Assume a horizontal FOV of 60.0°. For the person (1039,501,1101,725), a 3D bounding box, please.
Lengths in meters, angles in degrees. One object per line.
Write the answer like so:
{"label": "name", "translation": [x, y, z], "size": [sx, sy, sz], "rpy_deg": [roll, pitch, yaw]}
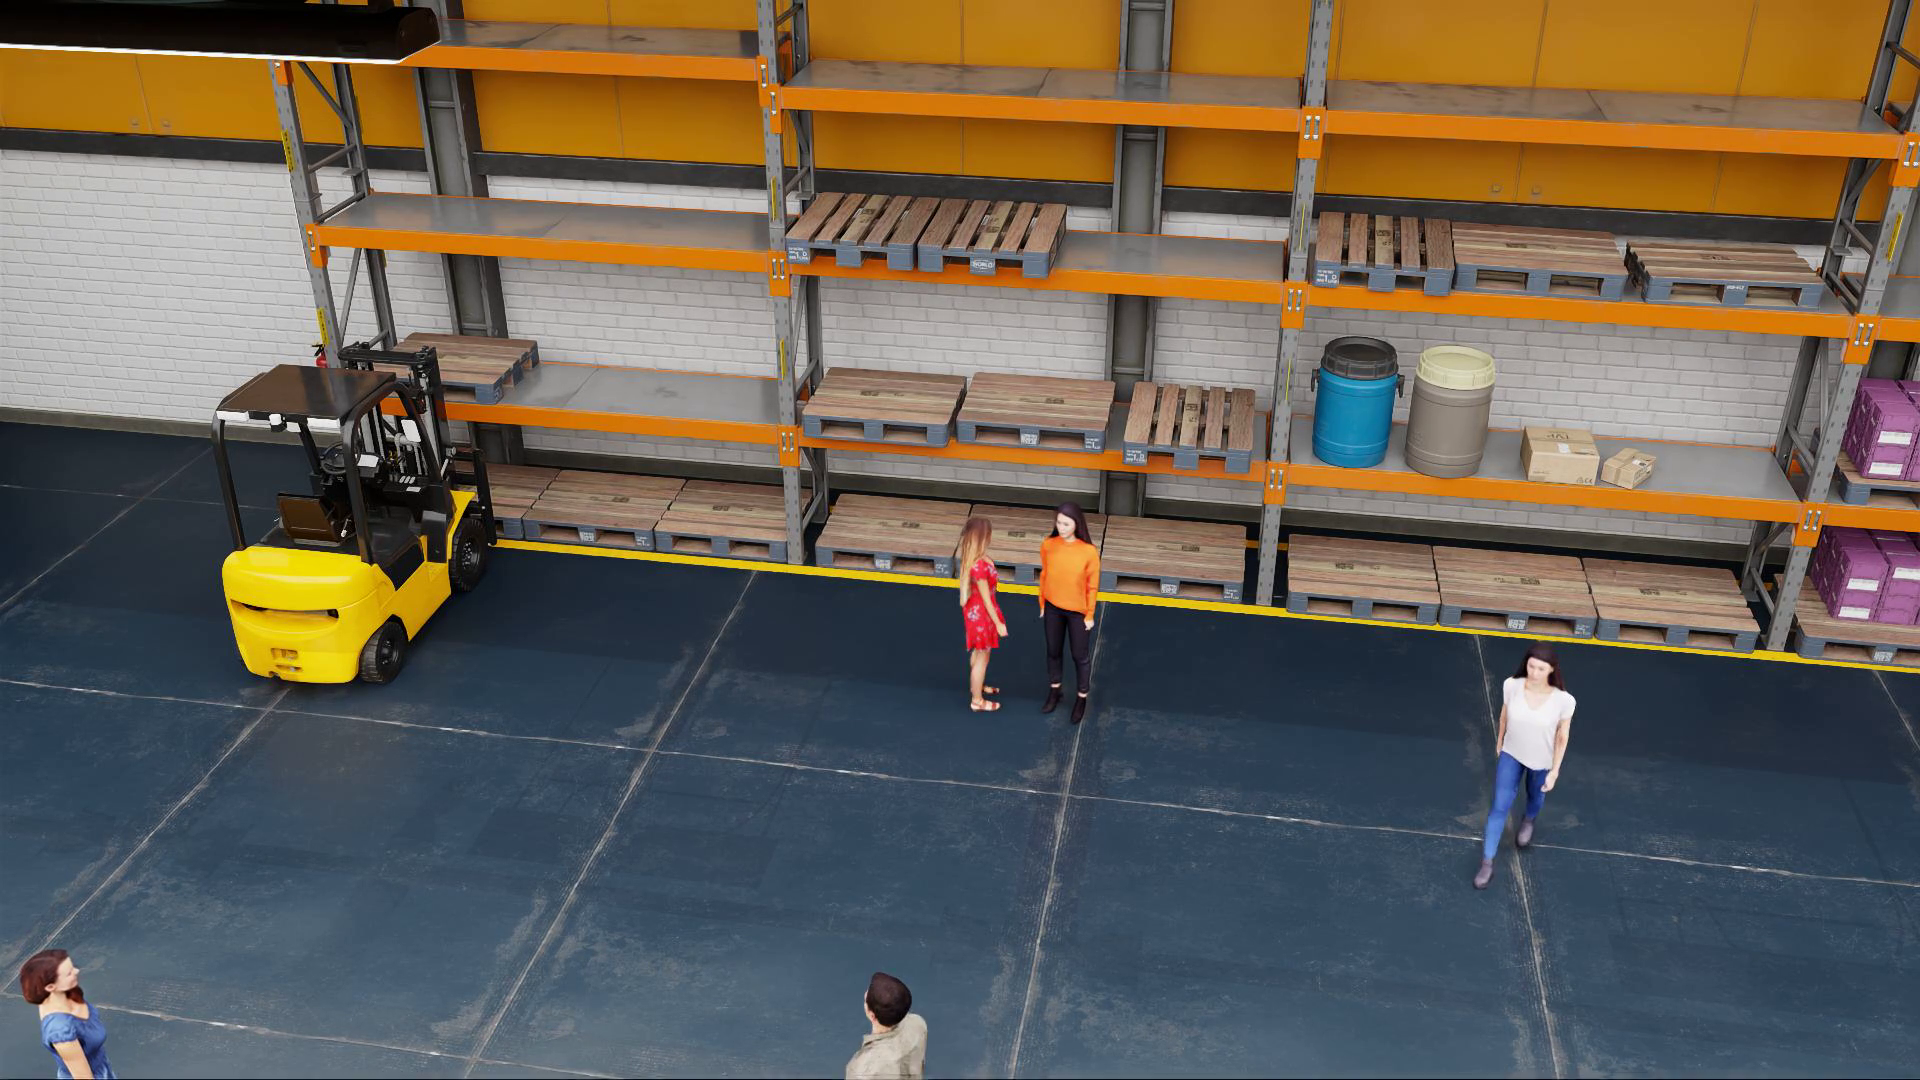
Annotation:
{"label": "person", "translation": [0.788, 0.496, 12.029], "size": [0.598, 1.748, 0.743], "rpy_deg": [15, 32, 25]}

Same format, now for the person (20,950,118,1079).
{"label": "person", "translation": [-4.151, 2.674, 7.976], "size": [0.808, 1.806, 0.735], "rpy_deg": [-20, 35, -33]}

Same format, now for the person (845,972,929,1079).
{"label": "person", "translation": [-0.278, 2.804, 7.694], "size": [0.976, 1.850, 0.899], "rpy_deg": [20, 34, 32]}

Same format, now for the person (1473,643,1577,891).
{"label": "person", "translation": [3.633, 1.369, 10.547], "size": [1.114, 1.635, 0.901], "rpy_deg": [15, 32, 25]}

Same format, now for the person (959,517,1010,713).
{"label": "person", "translation": [0.109, 0.555, 12.088], "size": [0.680, 1.589, 0.676], "rpy_deg": [-5, 29, -8]}
